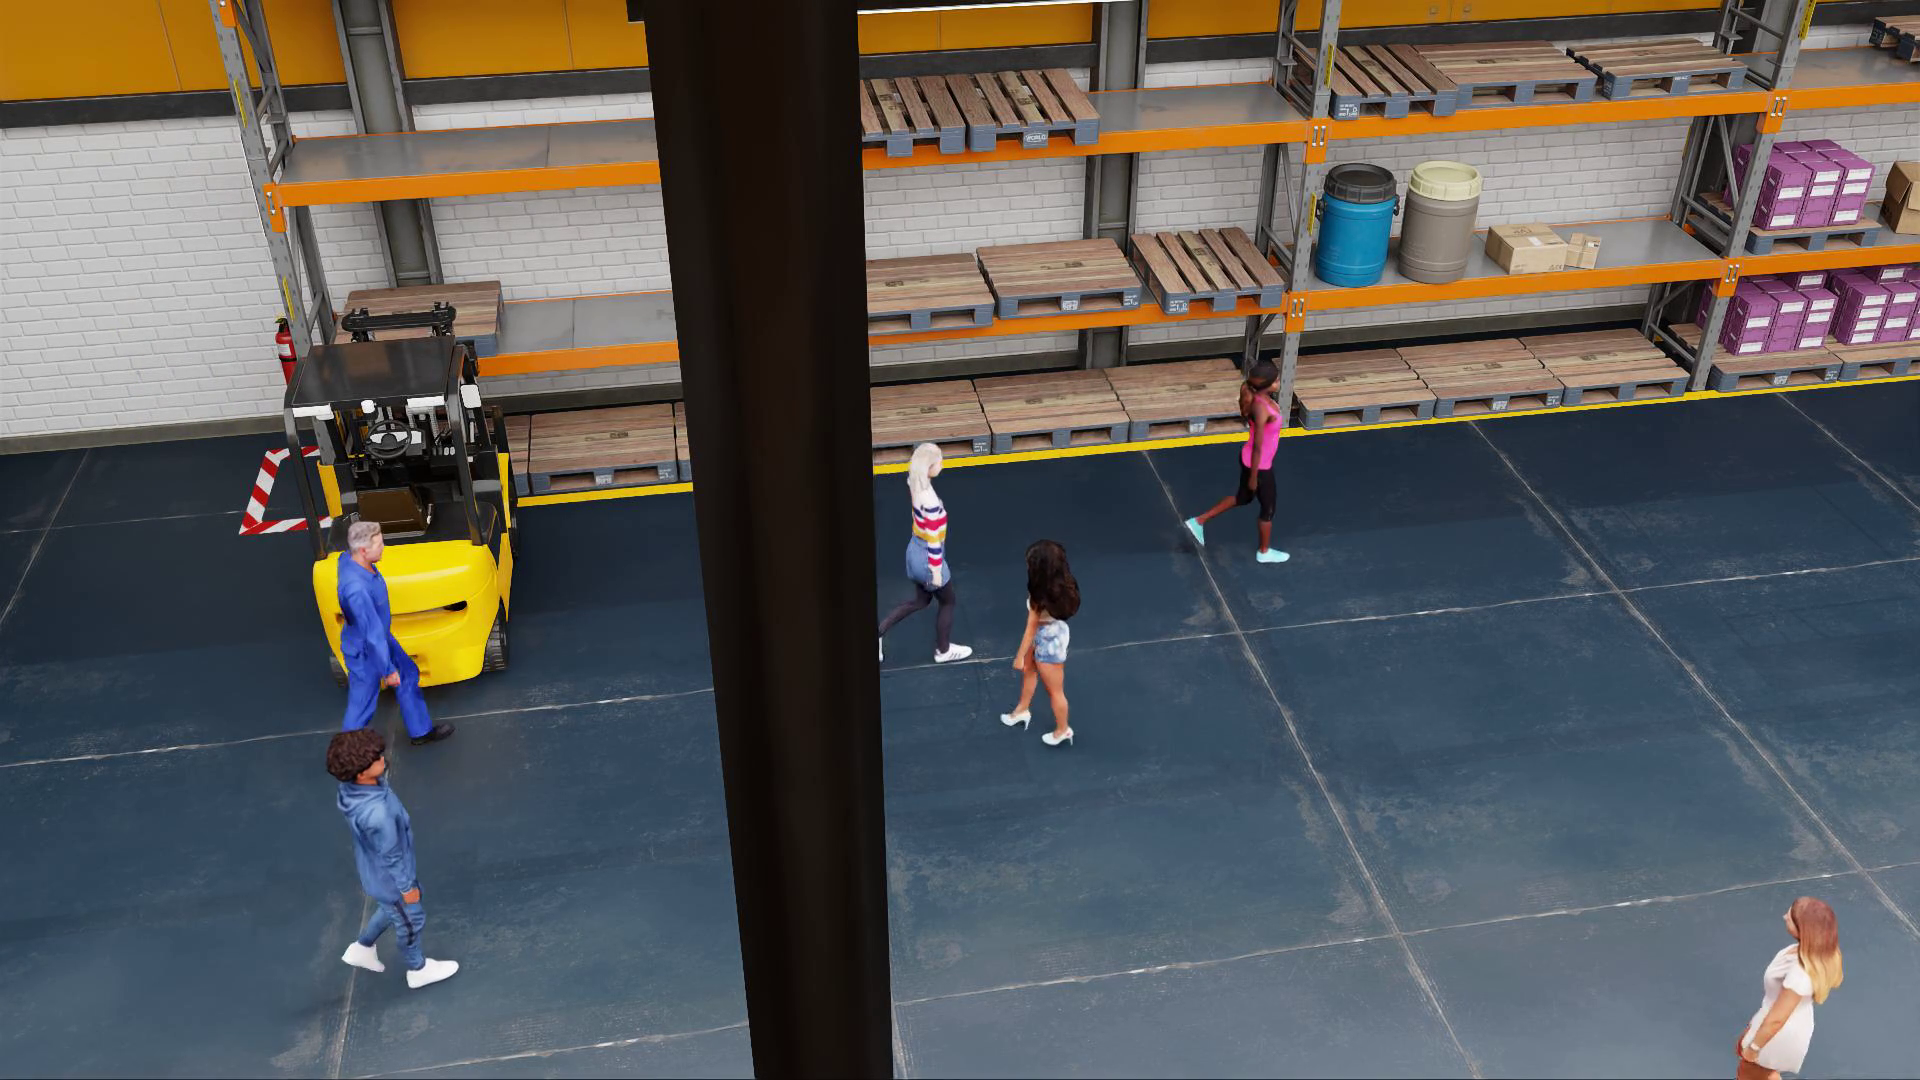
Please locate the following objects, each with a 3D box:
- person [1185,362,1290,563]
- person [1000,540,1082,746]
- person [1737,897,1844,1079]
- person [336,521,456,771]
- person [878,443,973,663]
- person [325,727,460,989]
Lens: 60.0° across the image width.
[{"bbox_3d":[2.144,-0.572,12.542,1.107,1.702,0.775,5,34,7],"label":"person"},{"bbox_3d":[0.640,0.706,10.707,0.868,1.605,0.763,9,35,14],"label":"person"},{"bbox_3d":[4.061,2.423,8.056,0.825,1.681,0.778,28,43,35],"label":"person"},{"bbox_3d":[-3.835,0.695,10.560,0.981,1.786,0.890,-6,34,-10],"label":"person"},{"bbox_3d":[-0.316,0.140,11.397,1.047,1.784,0.732,-9,35,-14],"label":"person"},{"bbox_3d":[-3.146,1.769,8.933,0.907,1.798,0.809,-16,37,-22],"label":"person"}]
